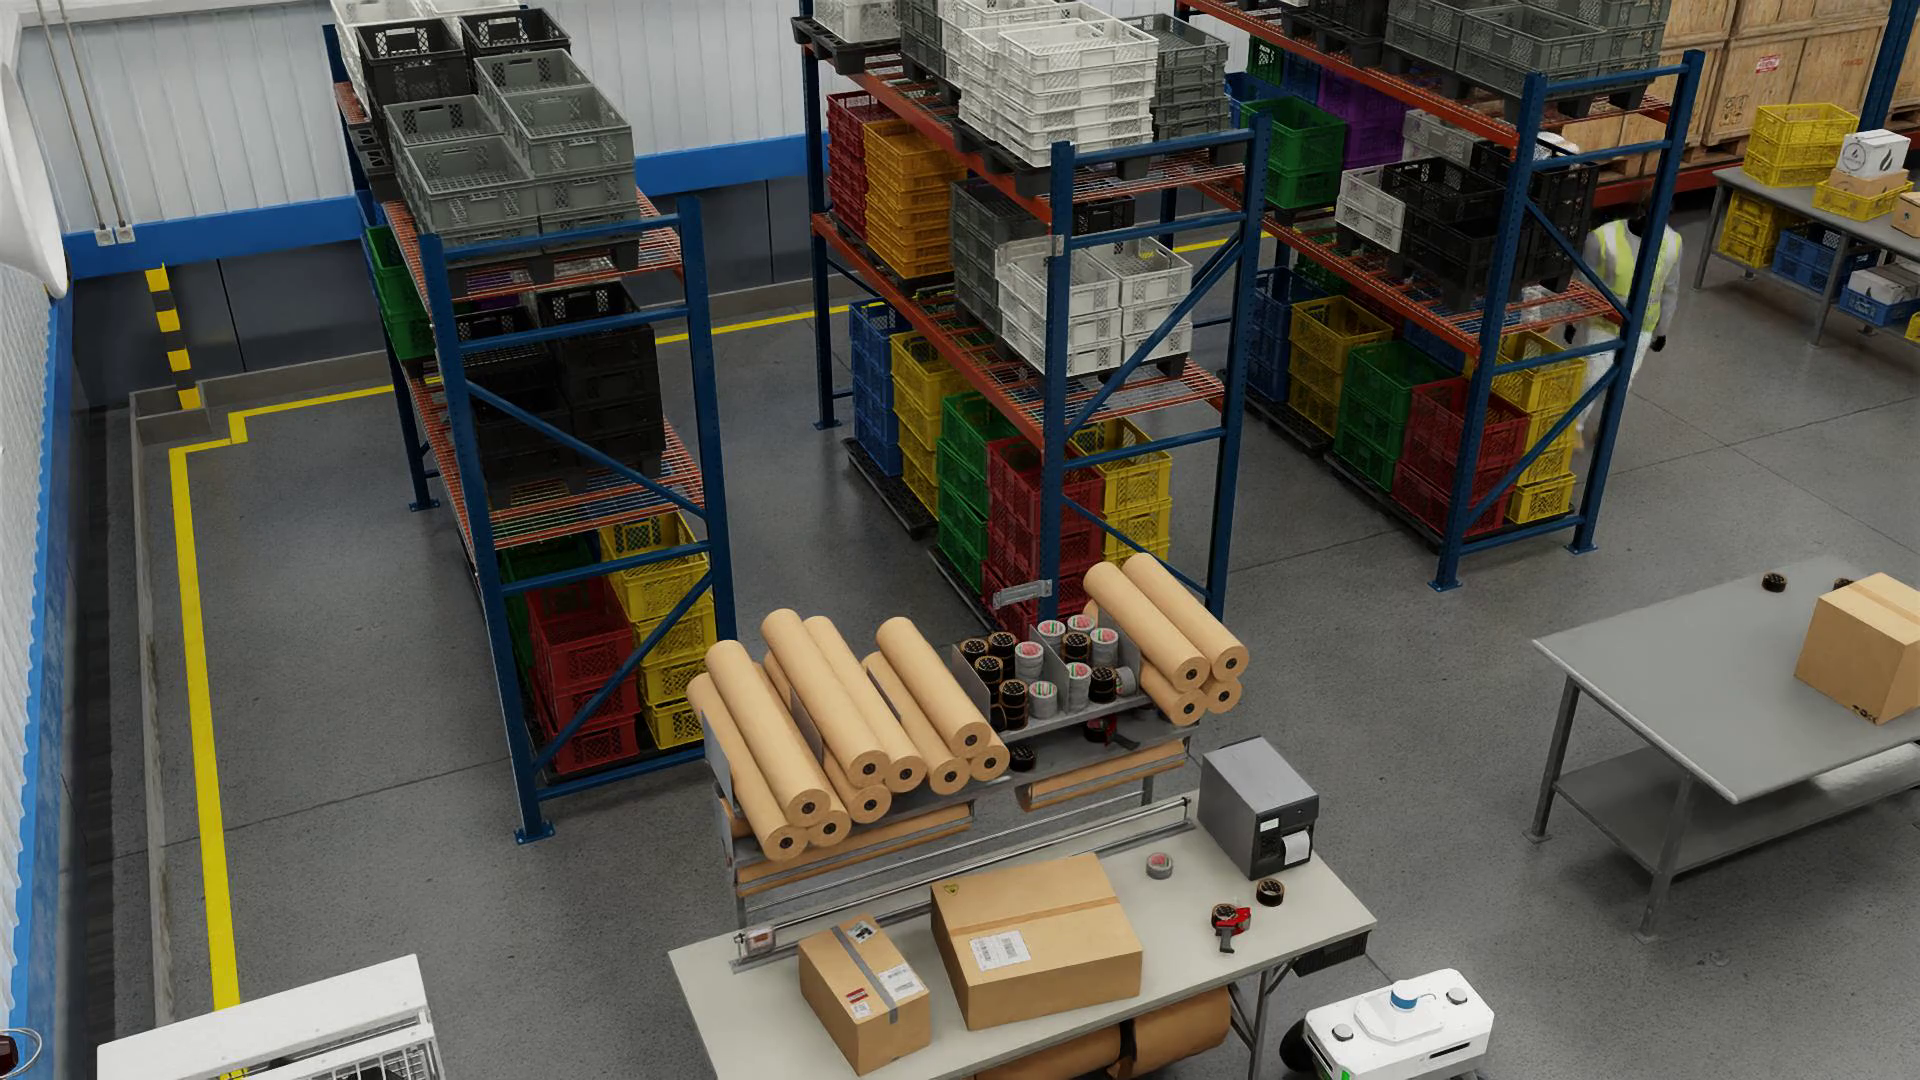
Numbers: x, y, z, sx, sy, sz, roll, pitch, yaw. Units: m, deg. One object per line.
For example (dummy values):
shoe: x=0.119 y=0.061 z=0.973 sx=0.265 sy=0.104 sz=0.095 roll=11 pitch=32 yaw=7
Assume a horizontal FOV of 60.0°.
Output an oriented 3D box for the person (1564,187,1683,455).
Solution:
person: x=4.259 y=-1.385 z=10.723 sx=0.655 sy=1.817 sz=0.485 roll=1 pitch=32 yaw=1

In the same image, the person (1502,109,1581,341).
person: x=4.272 y=-2.333 z=12.234 sx=0.566 sy=1.857 sz=0.658 roll=-12 pitch=34 yaw=-19

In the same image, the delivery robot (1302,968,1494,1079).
delivery robot: x=1.703 y=1.919 z=6.472 sx=0.707 sy=0.478 sz=0.477 roll=-11 pitch=33 yaw=-18
